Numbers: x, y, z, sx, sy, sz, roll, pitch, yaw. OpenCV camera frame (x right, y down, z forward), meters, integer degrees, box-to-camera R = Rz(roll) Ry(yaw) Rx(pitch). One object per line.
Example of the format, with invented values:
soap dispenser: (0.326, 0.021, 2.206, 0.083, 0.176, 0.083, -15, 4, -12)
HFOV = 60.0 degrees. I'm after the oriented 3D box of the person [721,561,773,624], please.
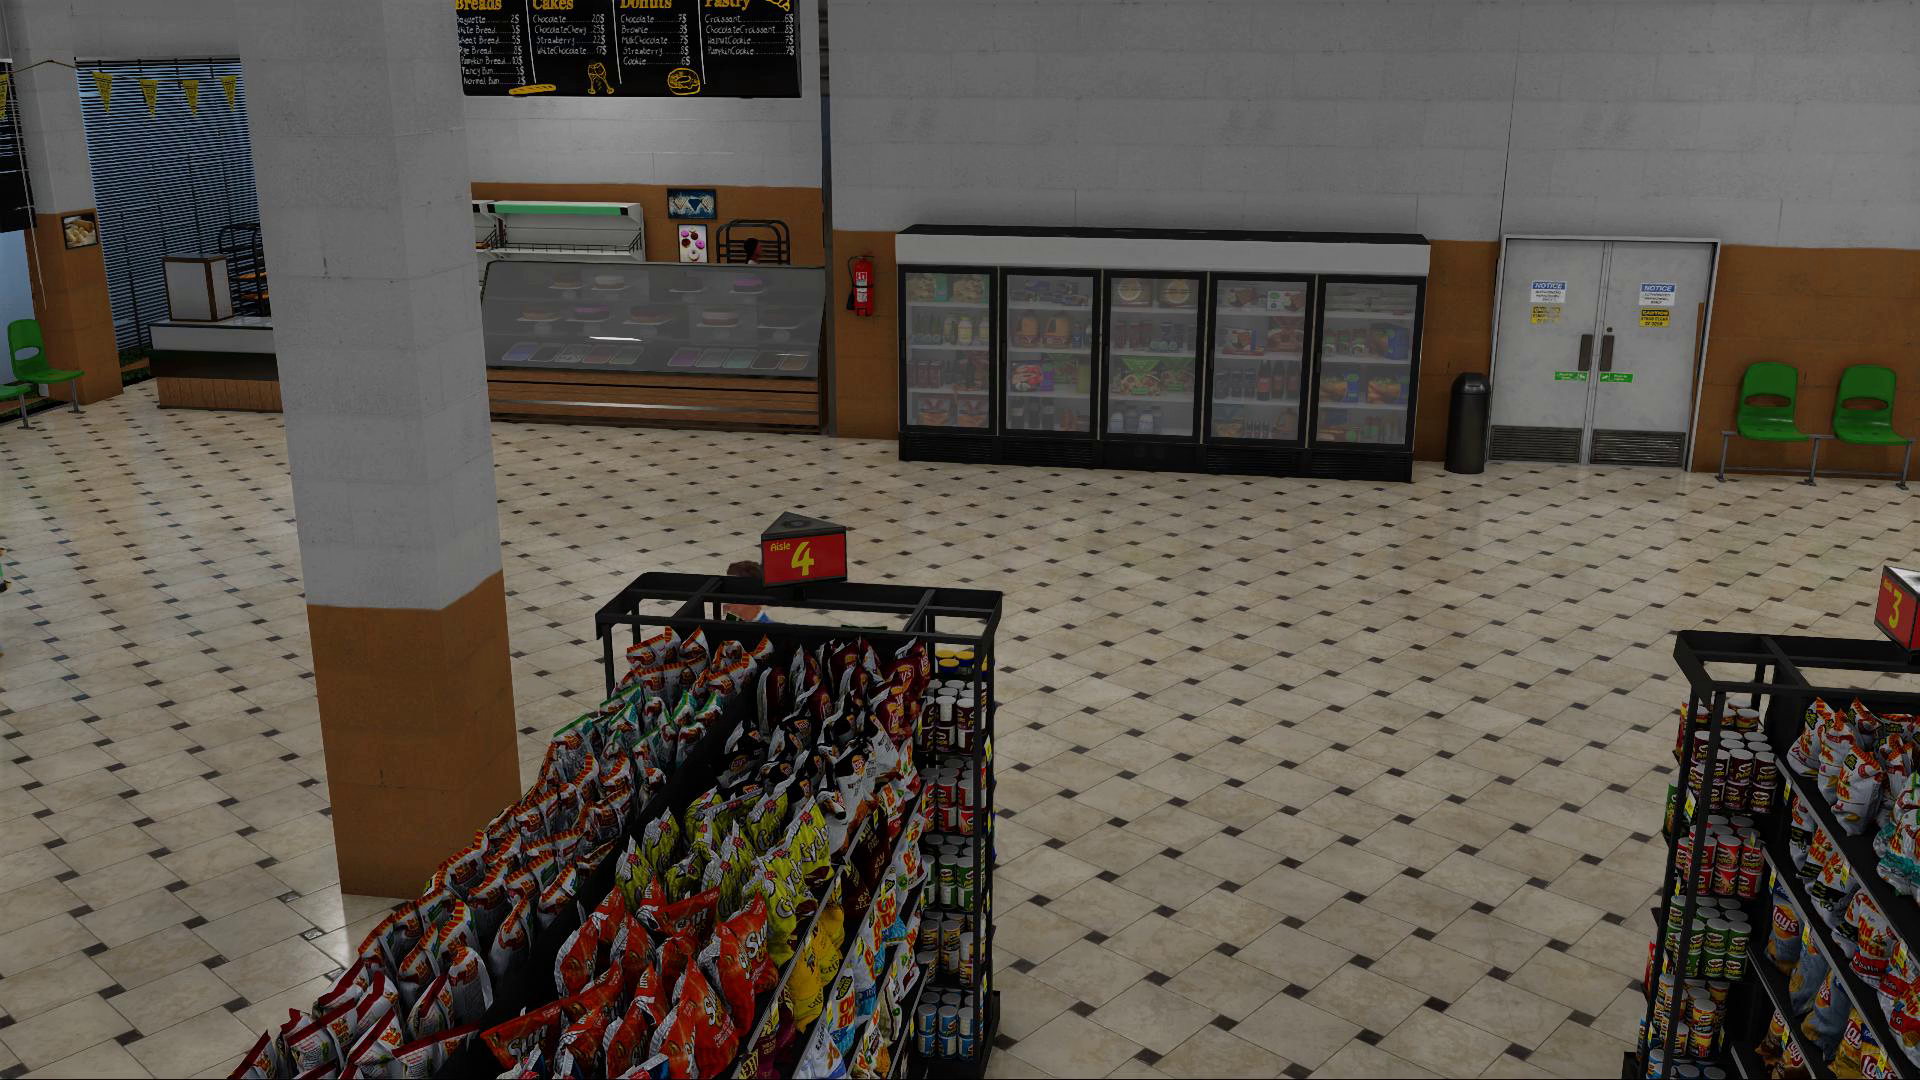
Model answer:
person: (-0.944, 0.943, 8.143, 0.976, 1.808, 0.954, -7, 18, -21)
